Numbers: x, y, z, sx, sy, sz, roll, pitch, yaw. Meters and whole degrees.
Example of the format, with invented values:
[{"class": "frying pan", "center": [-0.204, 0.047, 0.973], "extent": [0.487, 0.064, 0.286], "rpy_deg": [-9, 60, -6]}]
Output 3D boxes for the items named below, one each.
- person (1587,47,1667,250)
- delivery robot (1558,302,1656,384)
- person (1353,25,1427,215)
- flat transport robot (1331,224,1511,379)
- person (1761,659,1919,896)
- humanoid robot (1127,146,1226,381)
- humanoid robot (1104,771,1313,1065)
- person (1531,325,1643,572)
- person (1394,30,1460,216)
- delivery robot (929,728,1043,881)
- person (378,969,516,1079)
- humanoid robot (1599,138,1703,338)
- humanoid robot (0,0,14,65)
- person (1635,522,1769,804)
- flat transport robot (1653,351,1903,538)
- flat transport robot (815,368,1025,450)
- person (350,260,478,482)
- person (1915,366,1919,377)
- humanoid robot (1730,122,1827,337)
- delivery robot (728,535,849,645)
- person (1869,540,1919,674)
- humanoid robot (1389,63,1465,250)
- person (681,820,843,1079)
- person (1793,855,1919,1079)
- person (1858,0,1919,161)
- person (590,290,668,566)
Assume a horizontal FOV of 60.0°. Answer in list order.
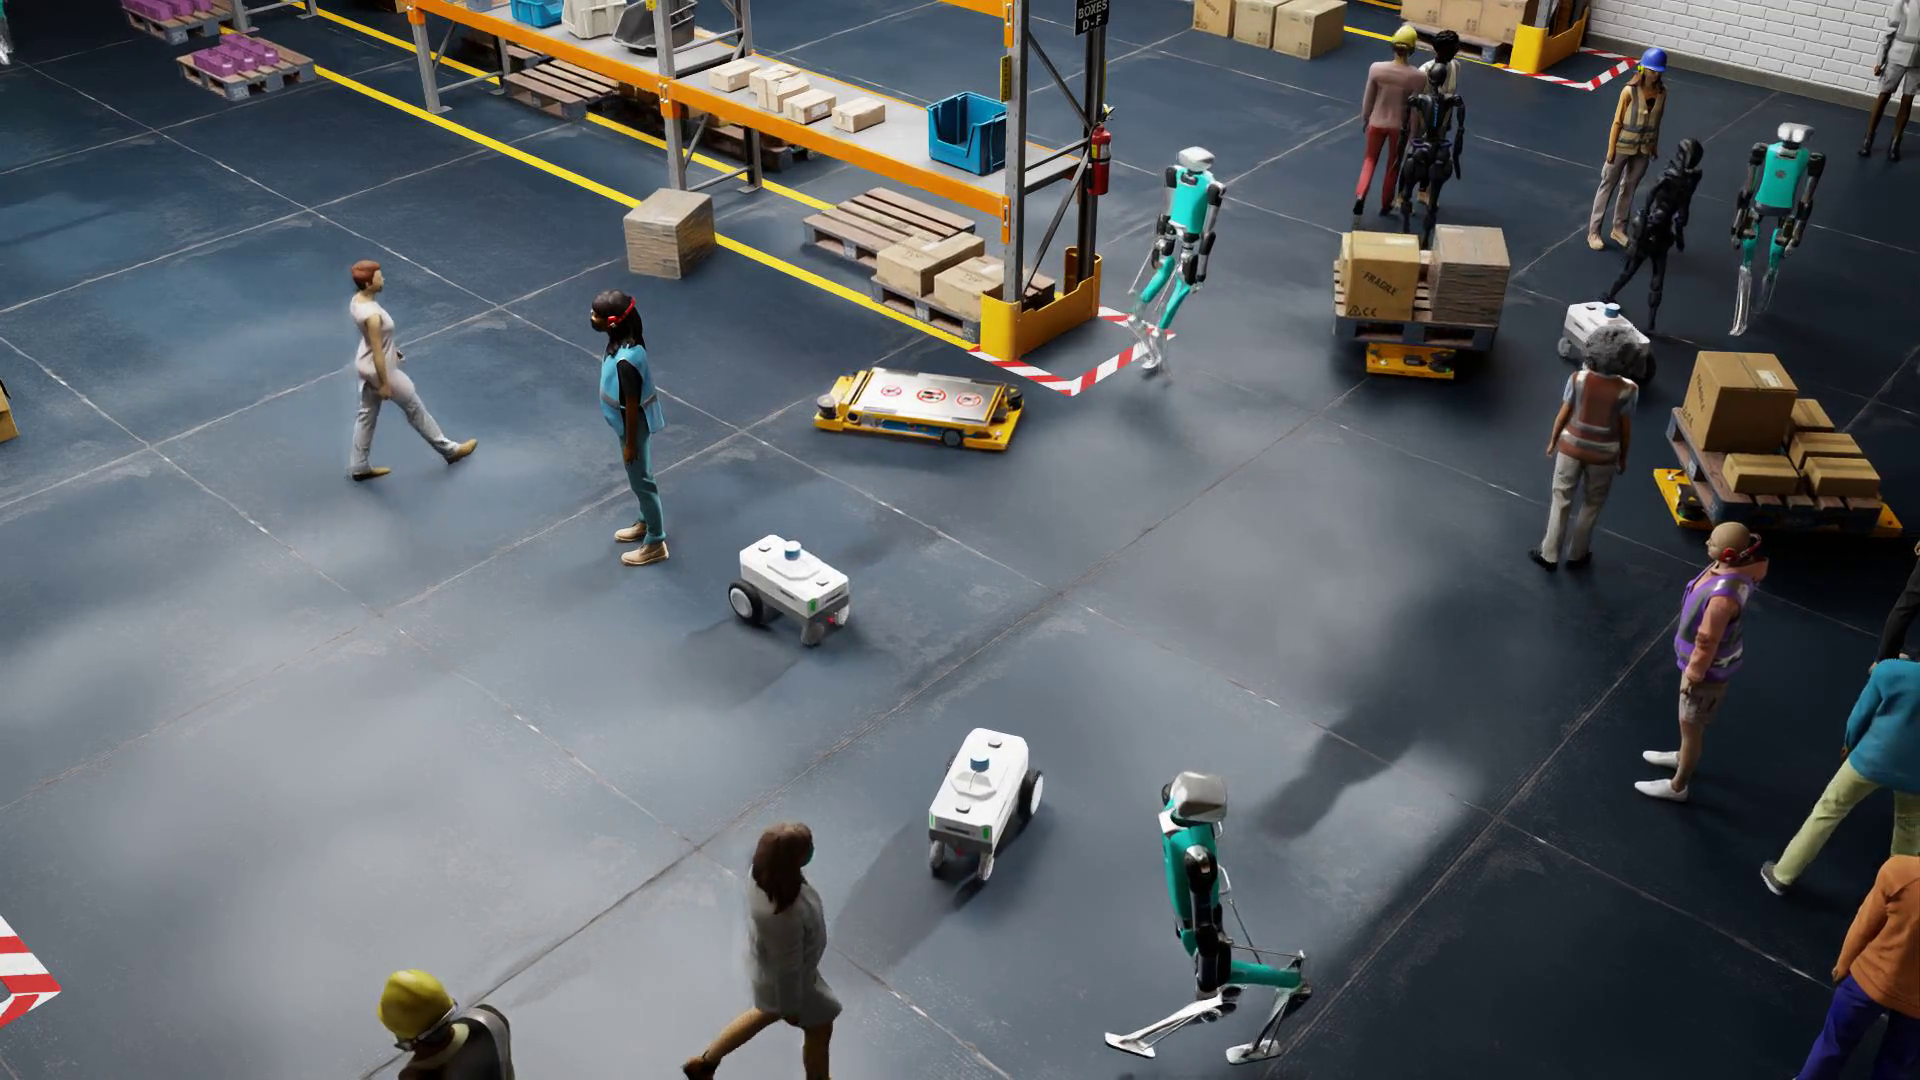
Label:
[{"class": "person", "center": [5.815, -3.378, 14.375], "extent": [0.471, 1.778, 0.310], "rpy_deg": [-7, 35, -10]}, {"class": "delivery robot", "center": [4.955, -1.531, 12.764], "extent": [0.499, 0.579, 0.774], "rpy_deg": [-8, 35, -12]}, {"class": "person", "center": [3.840, -3.711, 14.882], "extent": [0.535, 1.753, 0.535], "rpy_deg": [15, 37, 20]}, {"class": "flat transport robot", "center": [3.569, -1.713, 13.291], "extent": [0.659, 0.231, 1.431], "rpy_deg": [5, 35, 8]}, {"class": "person", "center": [4.482, 1.073, 7.989], "extent": [0.728, 1.710, 0.502], "rpy_deg": [14, 37, 20]}, {"class": "humanoid robot", "center": [1.521, -1.979, 12.431], "extent": [0.788, 1.821, 0.530], "rpy_deg": [-26, 42, -32]}, {"class": "humanoid robot", "center": [1.160, 1.676, 7.085], "extent": [1.005, 1.735, 0.542], "rpy_deg": [-3, 35, -5]}, {"class": "person", "center": [3.908, -0.549, 10.371], "extent": [0.487, 1.674, 0.392], "rpy_deg": [16, 38, 22]}, {"class": "person", "center": [4.248, -3.775, 15.029], "extent": [0.535, 1.691, 0.319], "rpy_deg": [-19, 39, -26]}, {"class": "delivery robot", "center": [0.106, 1.330, 8.640], "extent": [0.499, 0.604, 0.808], "rpy_deg": [11, 36, 16]}, {"class": "person", "center": [-1.855, 2.267, 6.166], "extent": [0.403, 1.819, 0.598], "rpy_deg": [15, 37, 20]}, {"class": "humanoid robot", "center": [5.488, -2.428, 13.153], "extent": [0.612, 1.621, 0.774], "rpy_deg": [-18, 39, -24]}, {"class": "humanoid robot", "center": [-10.871, -6.151, 18.505], "extent": [0.545, 1.854, 0.855], "rpy_deg": [-21, 40, -27]}, {"class": "person", "center": [3.860, 0.630, 8.651], "extent": [0.361, 1.682, 0.478], "rpy_deg": [14, 37, 19]}, {"class": "flat transport robot", "center": [5.516, -0.297, 11.240], "extent": [1.431, 0.231, 0.659], "rpy_deg": [3, 35, 4]}, {"class": "flat transport robot", "center": [-0.290, -0.972, 12.219], "extent": [1.431, 0.231, 0.659], "rpy_deg": [8, 35, 11]}, {"class": "person", "center": [-3.873, -1.169, 11.313], "extent": [0.876, 1.610, 0.435], "rpy_deg": [-22, 40, -28]}, {"class": "person", "center": [7.425, -1.803, 12.027], "extent": [0.569, 1.849, 0.951], "rpy_deg": [0, 35, -1]}, {"class": "humanoid robot", "center": [6.427, -2.465, 13.182], "extent": [0.531, 1.877, 0.760], "rpy_deg": [21, 40, 27]}, {"class": "delivery robot", "center": [-1.028, 0.270, 10.184], "extent": [0.785, 0.614, 0.520], "rpy_deg": [28, 43, 34]}, {"class": "person", "center": [5.566, 0.085, 9.301], "extent": [0.346, 1.846, 0.507], "rpy_deg": [-13, 37, -18]}, {"class": "humanoid robot", "center": [4.039, -3.304, 14.359], "extent": [0.601, 1.641, 0.510], "rpy_deg": [3, 35, 4]}, {"class": "person", "center": [-0.828, 1.817, 6.978], "extent": [0.707, 1.634, 0.491], "rpy_deg": [-12, 36, -16]}, {"class": "person", "center": [3.826, 1.787, 6.728], "extent": [0.520, 1.972, 0.401], "rpy_deg": [19, 39, 25]}, {"class": "person", "center": [9.160, -4.634, 16.071], "extent": [0.546, 1.926, 0.388], "rpy_deg": [13, 37, 18]}, {"class": "person", "center": [-2.059, -0.706, 10.437], "extent": [0.396, 1.862, 0.503], "rpy_deg": [-9, 36, -13]}]
